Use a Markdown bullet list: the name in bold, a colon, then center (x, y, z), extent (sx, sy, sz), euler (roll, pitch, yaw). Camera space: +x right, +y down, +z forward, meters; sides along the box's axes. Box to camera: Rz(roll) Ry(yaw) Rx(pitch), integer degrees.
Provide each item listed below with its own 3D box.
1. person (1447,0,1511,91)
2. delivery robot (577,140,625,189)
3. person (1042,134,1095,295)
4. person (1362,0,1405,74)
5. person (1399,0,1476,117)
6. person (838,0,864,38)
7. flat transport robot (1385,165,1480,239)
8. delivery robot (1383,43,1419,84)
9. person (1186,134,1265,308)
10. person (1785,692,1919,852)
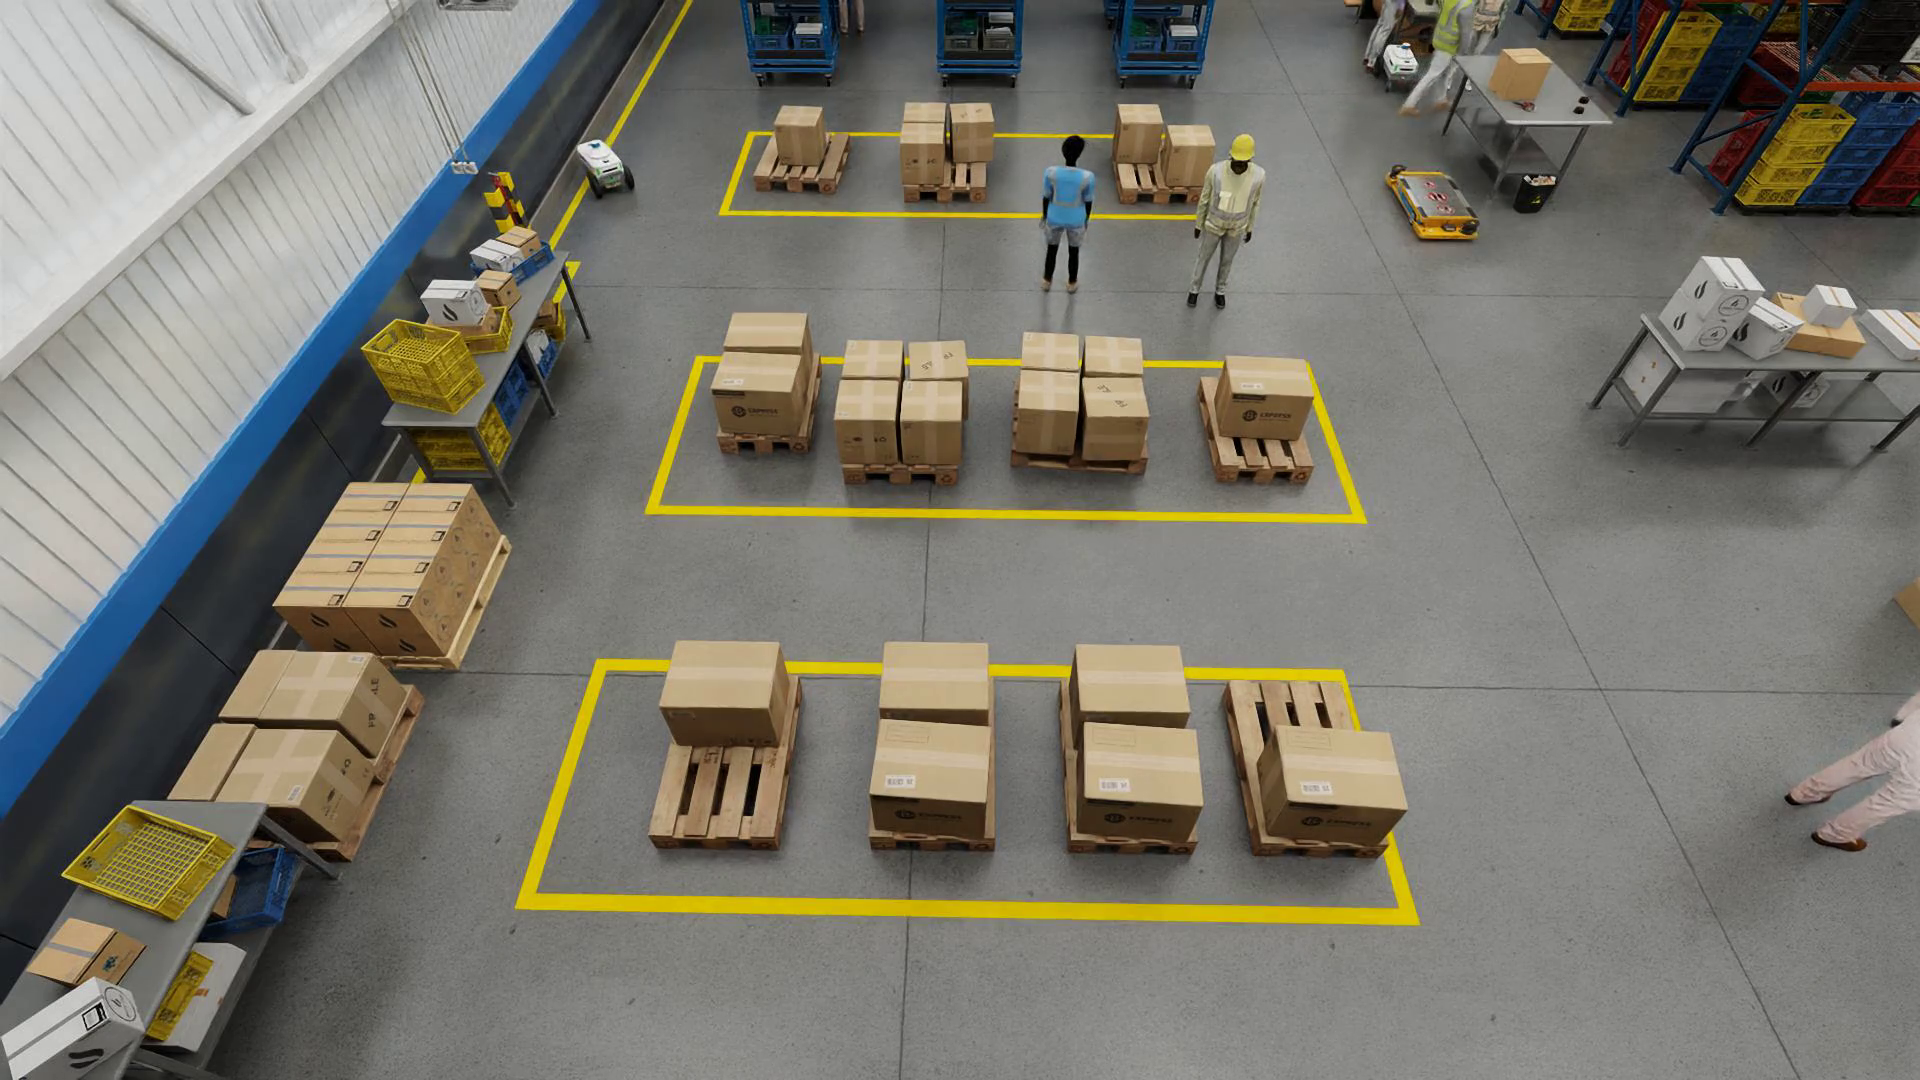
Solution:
- **person**: center (7.291, -7.177, 12.824), extent (0.523, 1.645, 0.306), euler (6, 49, 5)
- **delivery robot**: center (-4.447, -4.686, 11.325), extent (0.477, 0.478, 0.707), euler (-29, 55, -23)
- **person**: center (1.098, -3.320, 9.452), extent (0.539, 1.695, 0.317), euler (10, 50, 8)
- **person**: center (6.253, -7.766, 13.151), extent (0.374, 1.930, 0.630), euler (6, 49, 5)
- **person**: center (6.536, -6.602, 12.224), extent (0.830, 1.808, 0.626), euler (2, 49, 2)
- **person**: center (-1.707, -8.781, 13.997), extent (0.625, 1.980, 0.411), euler (-18, 52, -15)
- **flat transport robot**: center (5.692, -4.094, 11.059), extent (0.652, 0.197, 1.431), euler (1, 49, 1)
- **delivery robot**: center (6.373, -6.919, 13.258), extent (0.477, 0.478, 0.707), euler (4, 49, 4)
- **person**: center (2.674, -3.183, 9.244), extent (0.601, 1.831, 0.404), euler (5, 49, 4)
- **person**: center (5.722, 1.264, 5.356), extent (0.395, 1.899, 0.660), euler (-1, 49, -1)
